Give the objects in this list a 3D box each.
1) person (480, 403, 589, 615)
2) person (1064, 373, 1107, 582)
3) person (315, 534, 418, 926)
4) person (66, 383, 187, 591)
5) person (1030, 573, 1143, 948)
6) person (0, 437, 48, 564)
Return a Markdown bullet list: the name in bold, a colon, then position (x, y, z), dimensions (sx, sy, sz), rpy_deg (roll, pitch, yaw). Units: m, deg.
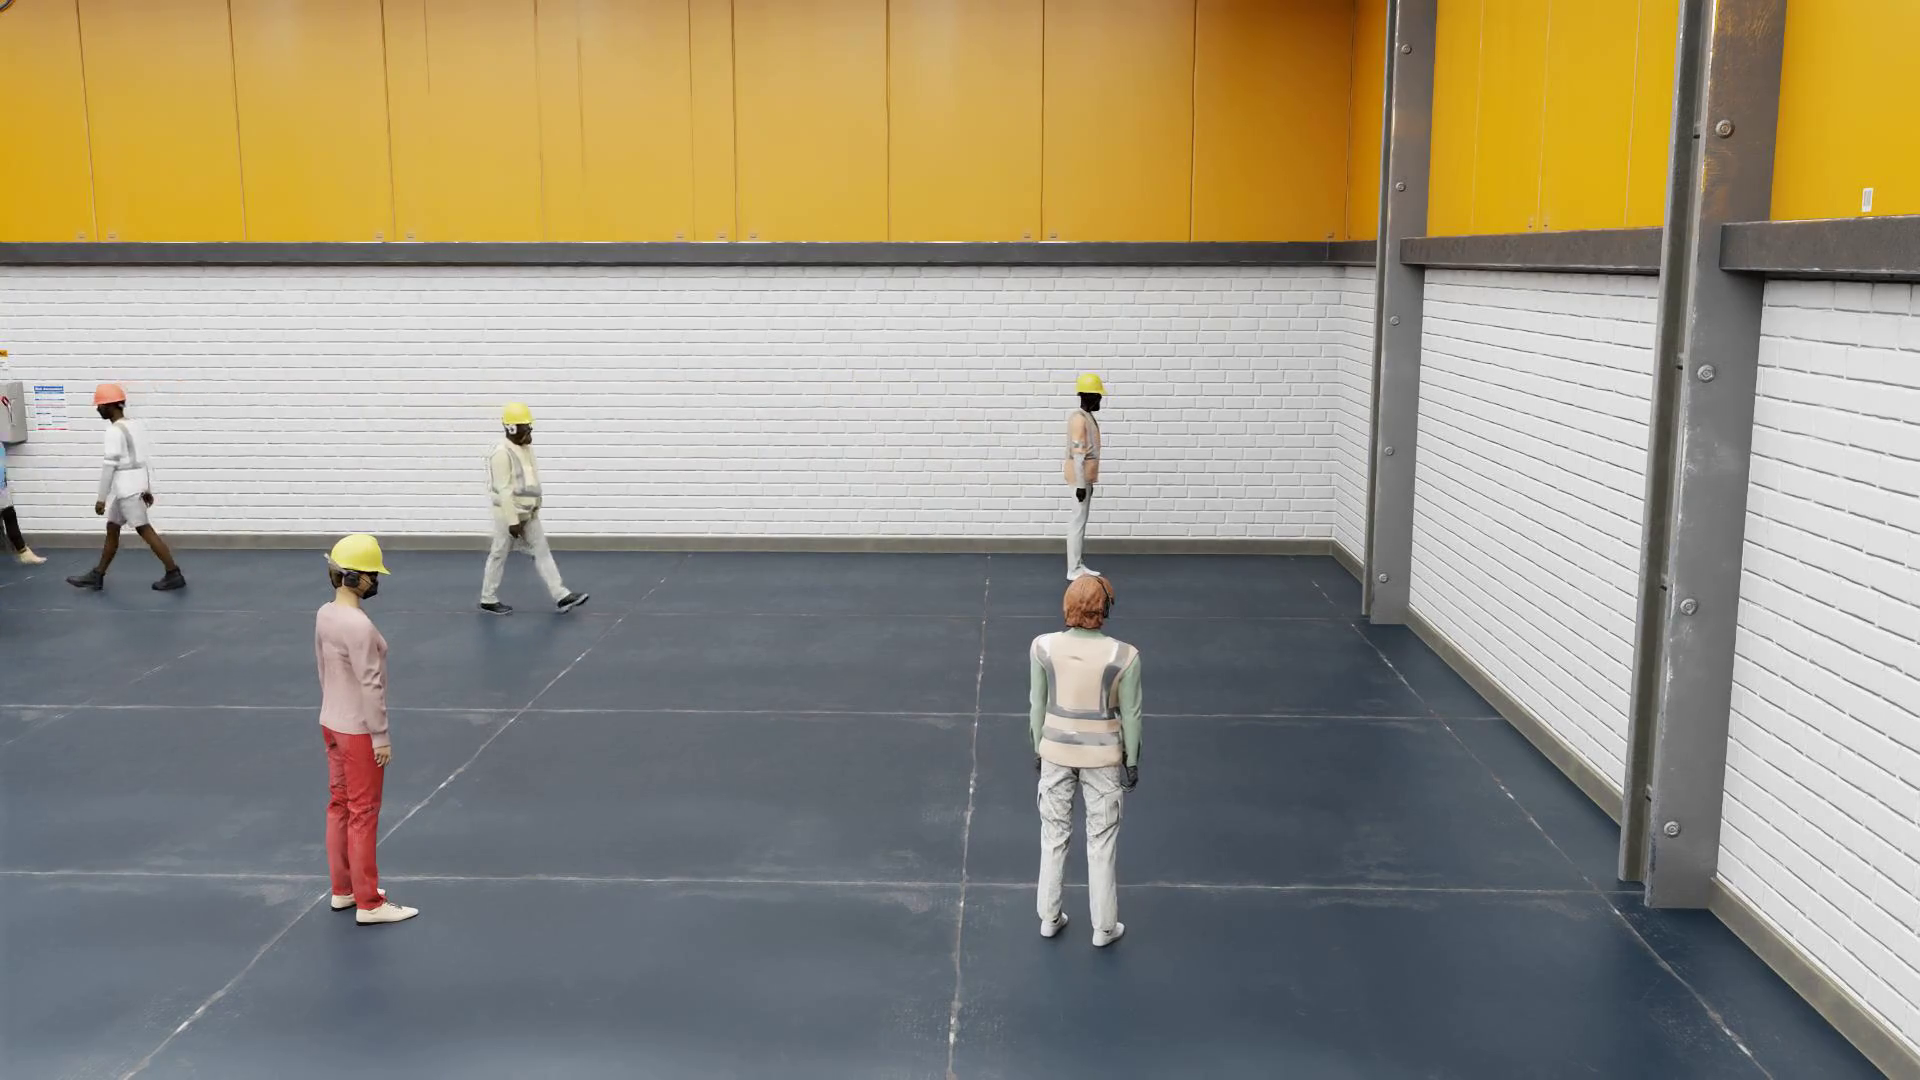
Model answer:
- **person**: position (-3.599, -0.240, 13.776), dimensions (0.942, 1.783, 0.619), rpy_deg (2, 10, 11)
- **person**: position (1.157, -0.576, 15.347), dimensions (0.388, 1.926, 0.590), rpy_deg (2, 10, 11)
- **person**: position (-2.700, 0.849, 7.501), dimensions (0.328, 1.760, 0.524), rpy_deg (-9, 13, -41)
- **person**: position (-7.451, -0.456, 14.803), dimensions (1.036, 1.873, 0.557), rpy_deg (-2, 10, -10)
- **person**: position (0.540, 0.958, 7.236), dimensions (0.509, 1.629, 0.315), rpy_deg (3, 10, 18)
- **person**: position (-9.381, -0.550, 16.005), dimensions (0.888, 1.654, 0.536), rpy_deg (-1, 10, -4)
